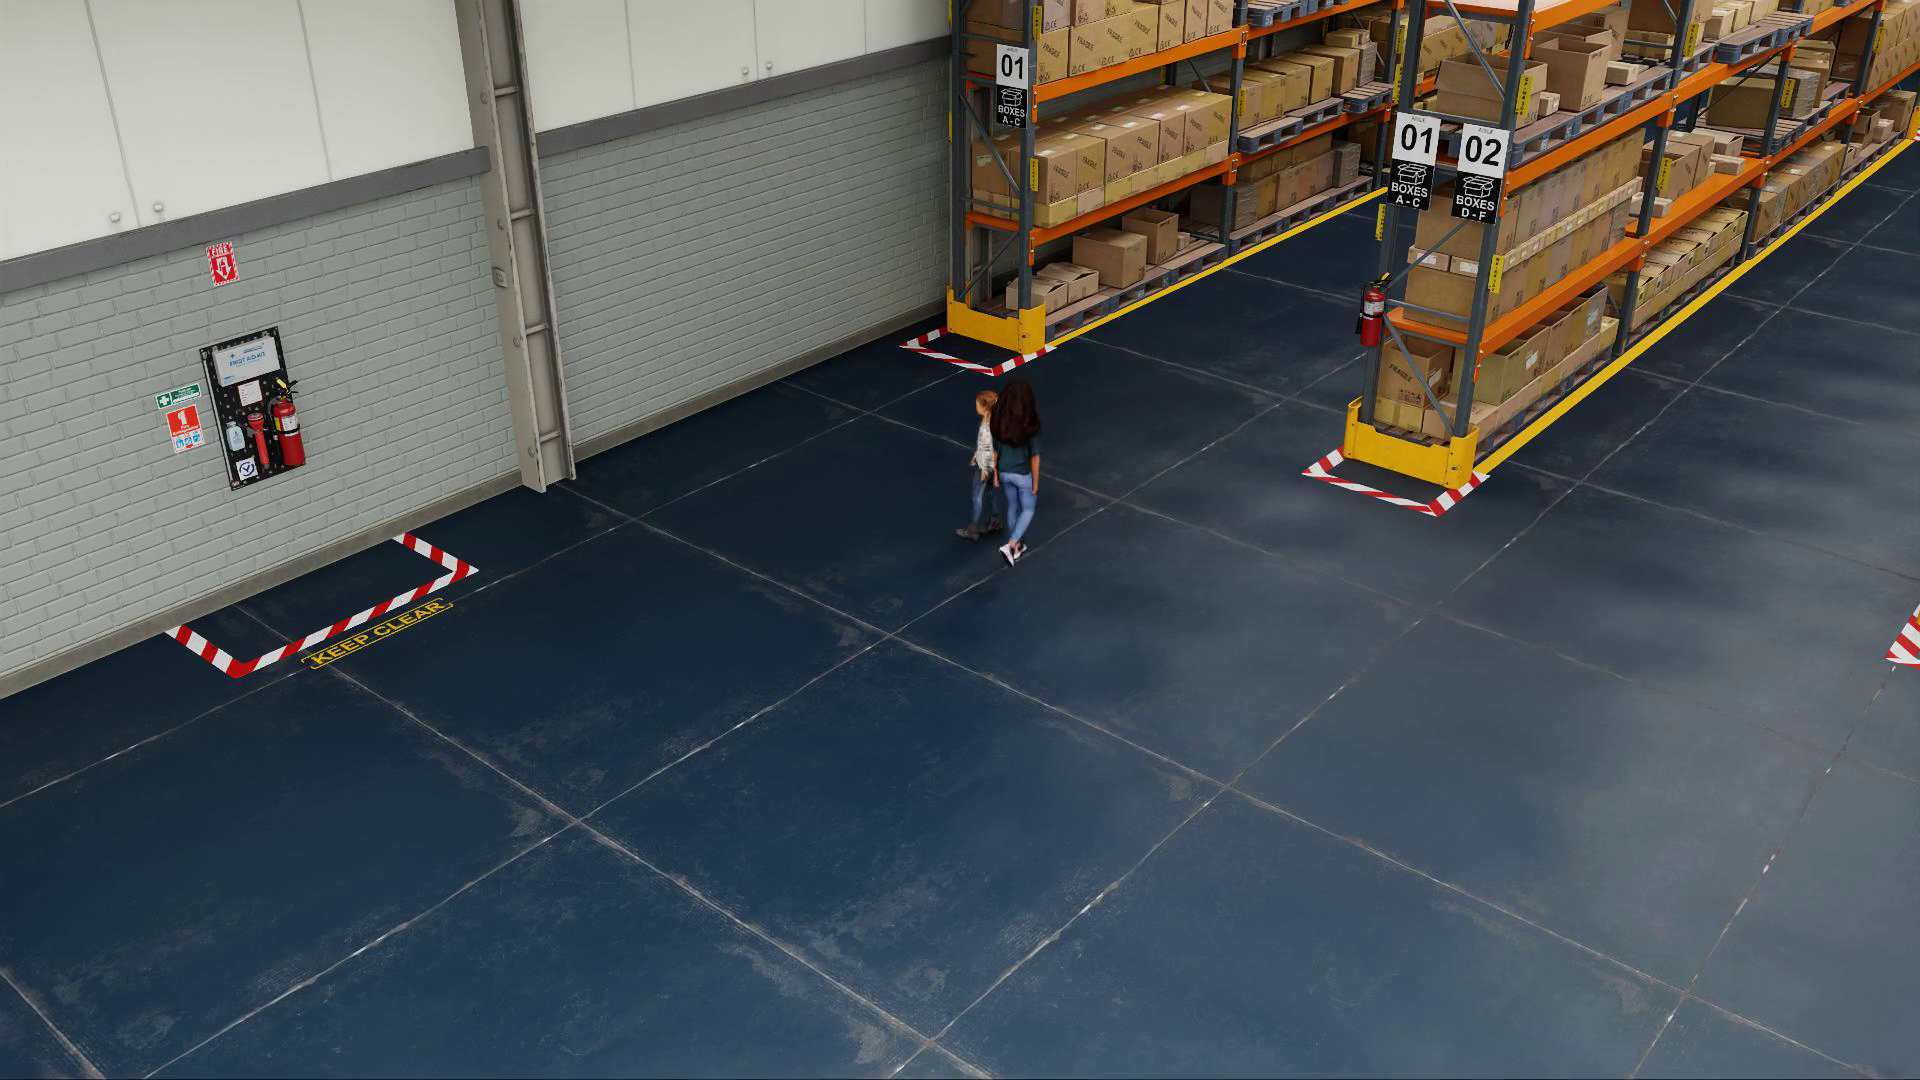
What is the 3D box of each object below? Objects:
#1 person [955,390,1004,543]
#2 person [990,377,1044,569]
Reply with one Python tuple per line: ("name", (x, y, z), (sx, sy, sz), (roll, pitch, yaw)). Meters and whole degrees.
("person", (0.272, -0.625, 13.854), (0.684, 1.309, 0.644), (1, 28, 1))
("person", (0.428, -0.505, 13.315), (0.747, 1.603, 0.946), (11, 30, 20))
